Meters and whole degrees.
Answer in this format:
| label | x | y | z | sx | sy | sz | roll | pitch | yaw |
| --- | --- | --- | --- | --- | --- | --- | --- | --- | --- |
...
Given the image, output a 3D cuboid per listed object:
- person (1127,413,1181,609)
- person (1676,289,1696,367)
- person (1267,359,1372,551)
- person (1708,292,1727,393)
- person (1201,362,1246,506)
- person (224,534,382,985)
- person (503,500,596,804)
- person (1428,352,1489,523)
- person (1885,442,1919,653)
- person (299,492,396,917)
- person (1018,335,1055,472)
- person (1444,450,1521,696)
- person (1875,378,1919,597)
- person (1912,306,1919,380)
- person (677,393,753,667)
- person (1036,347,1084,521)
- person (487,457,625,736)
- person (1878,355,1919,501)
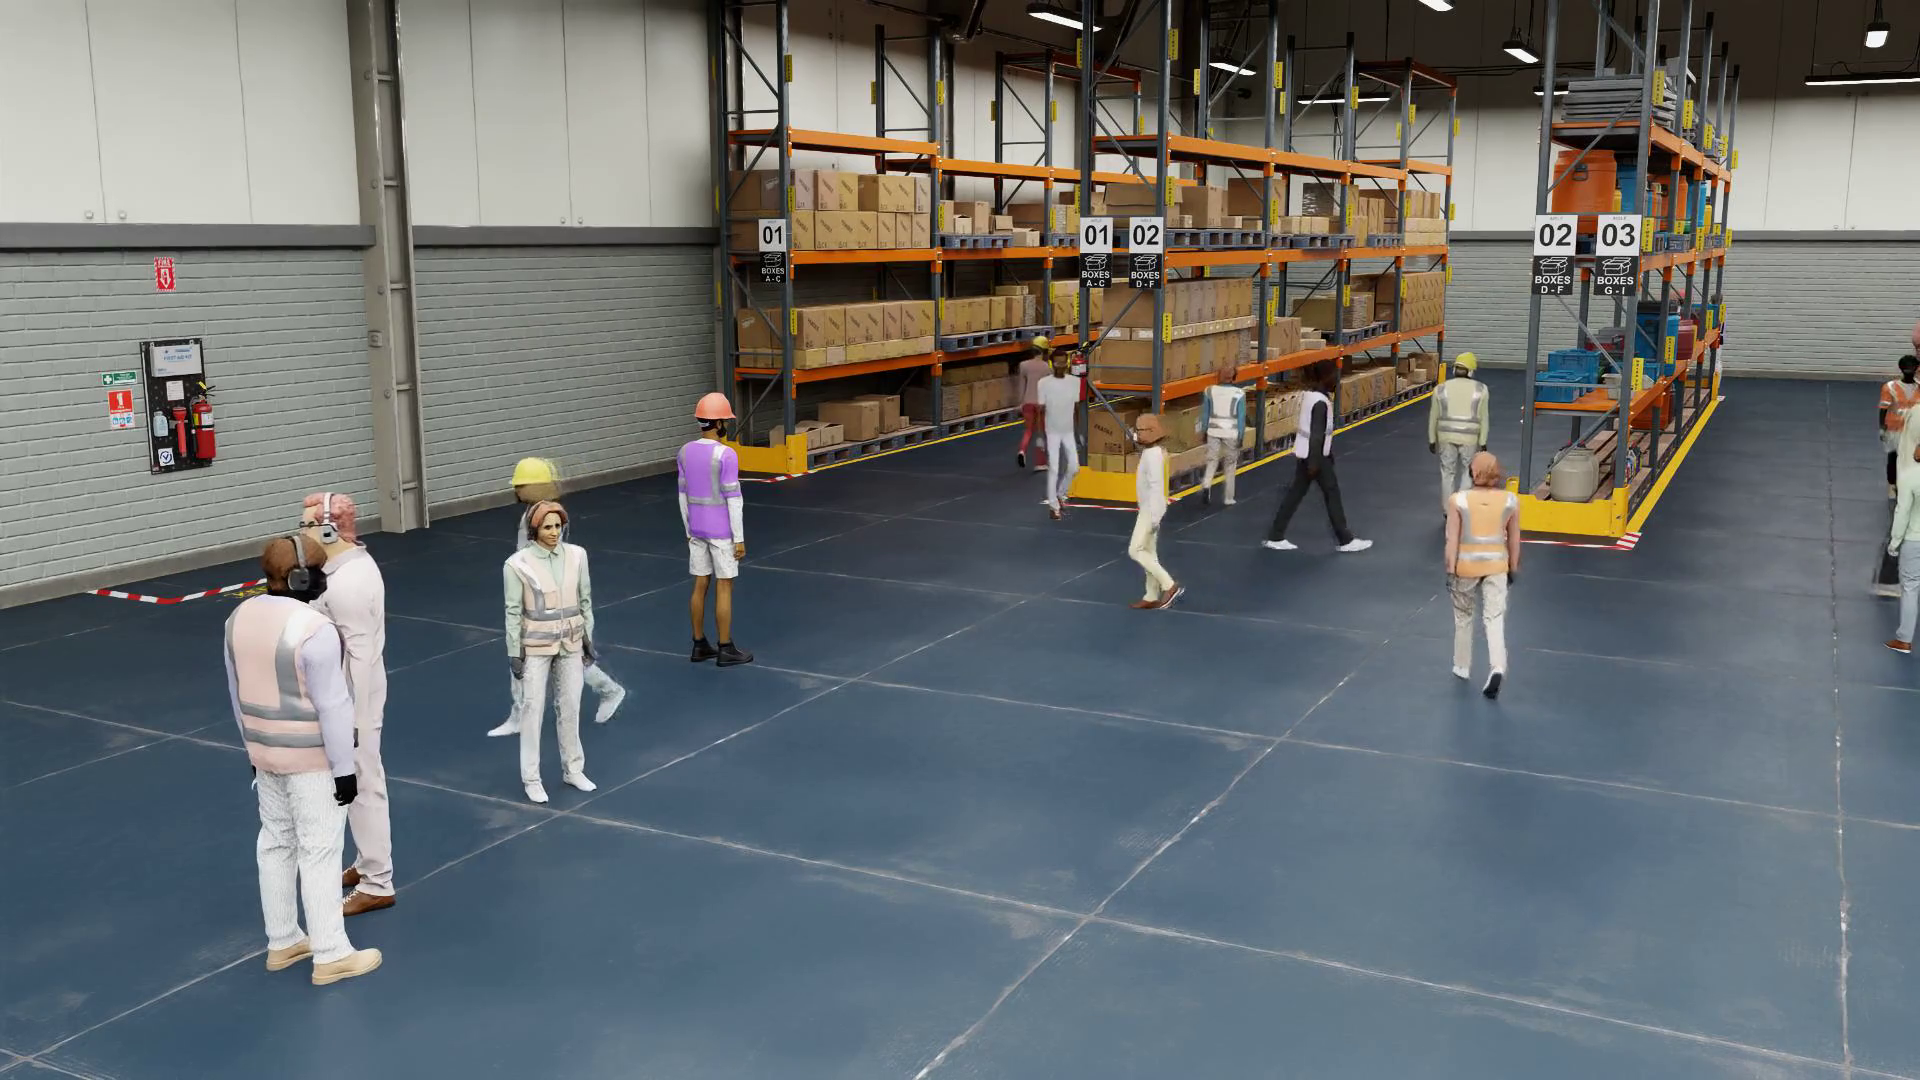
| label | x | y | z | sx | sy | sz | roll | pitch | yaw |
| --- | --- | --- | --- | --- | --- | --- | --- | --- | --- |
| person | 1.526 | -0.215 | 13.419 | 0.375 | 1.623 | 0.502 | 1 | 10 | 6 |
| person | 13.692 | -3.767 | 31.670 | 0.501 | 2.027 | 0.616 | 5 | 12 | 27 |
| person | 3.442 | -0.804 | 15.978 | 1.008 | 1.866 | 0.598 | 0 | 10 | 1 |
| person | 14.632 | -3.821 | 32.209 | 0.350 | 1.935 | 0.635 | 6 | 12 | 28 |
| person | 2.927 | -1.166 | 18.576 | 0.524 | 1.622 | 0.552 | 5 | 12 | 25 |
| person | -2.682 | 0.887 | 6.803 | 0.633 | 1.839 | 0.429 | 6 | 12 | 31 |
| person | -2.209 | 0.595 | 8.965 | 0.516 | 1.635 | 0.312 | -10 | 14 | -43 |
| person | 5.290 | -1.089 | 17.653 | 0.621 | 1.805 | 0.588 | 4 | 11 | 21 |
| person | 7.033 | 0.016 | 12.113 | 0.507 | 1.632 | 0.272 | 1 | 10 | 3 |
| person | -2.774 | 0.729 | 7.483 | 0.403 | 1.906 | 0.651 | -3 | 11 | -18 |
| person | 0.980 | -1.742 | 21.351 | 0.540 | 1.756 | 0.448 | 6 | 12 | 31 |
| person | 3.497 | 0.215 | 11.107 | 0.513 | 1.607 | 0.775 | 1 | 10 | 5 |
| person | 8.159 | -0.473 | 13.867 | 0.857 | 1.958 | 0.666 | 4 | 11 | 20 |
| person | 17.581 | -3.465 | 30.352 | 0.401 | 1.906 | 0.649 | 3 | 11 | 15 |
| person | -1.727 | -0.074 | 11.769 | 0.552 | 1.936 | 0.358 | 7 | 13 | 35 |
| person | 1.078 | -1.127 | 17.747 | 0.557 | 1.854 | 0.391 | -3 | 11 | -16 |
| person | -2.484 | 0.339 | 10.155 | 0.791 | 1.719 | 0.496 | -6 | 12 | -31 |
| person | 10.718 | -1.252 | 18.877 | 0.558 | 1.677 | 0.535 | 4 | 11 | 21 |
